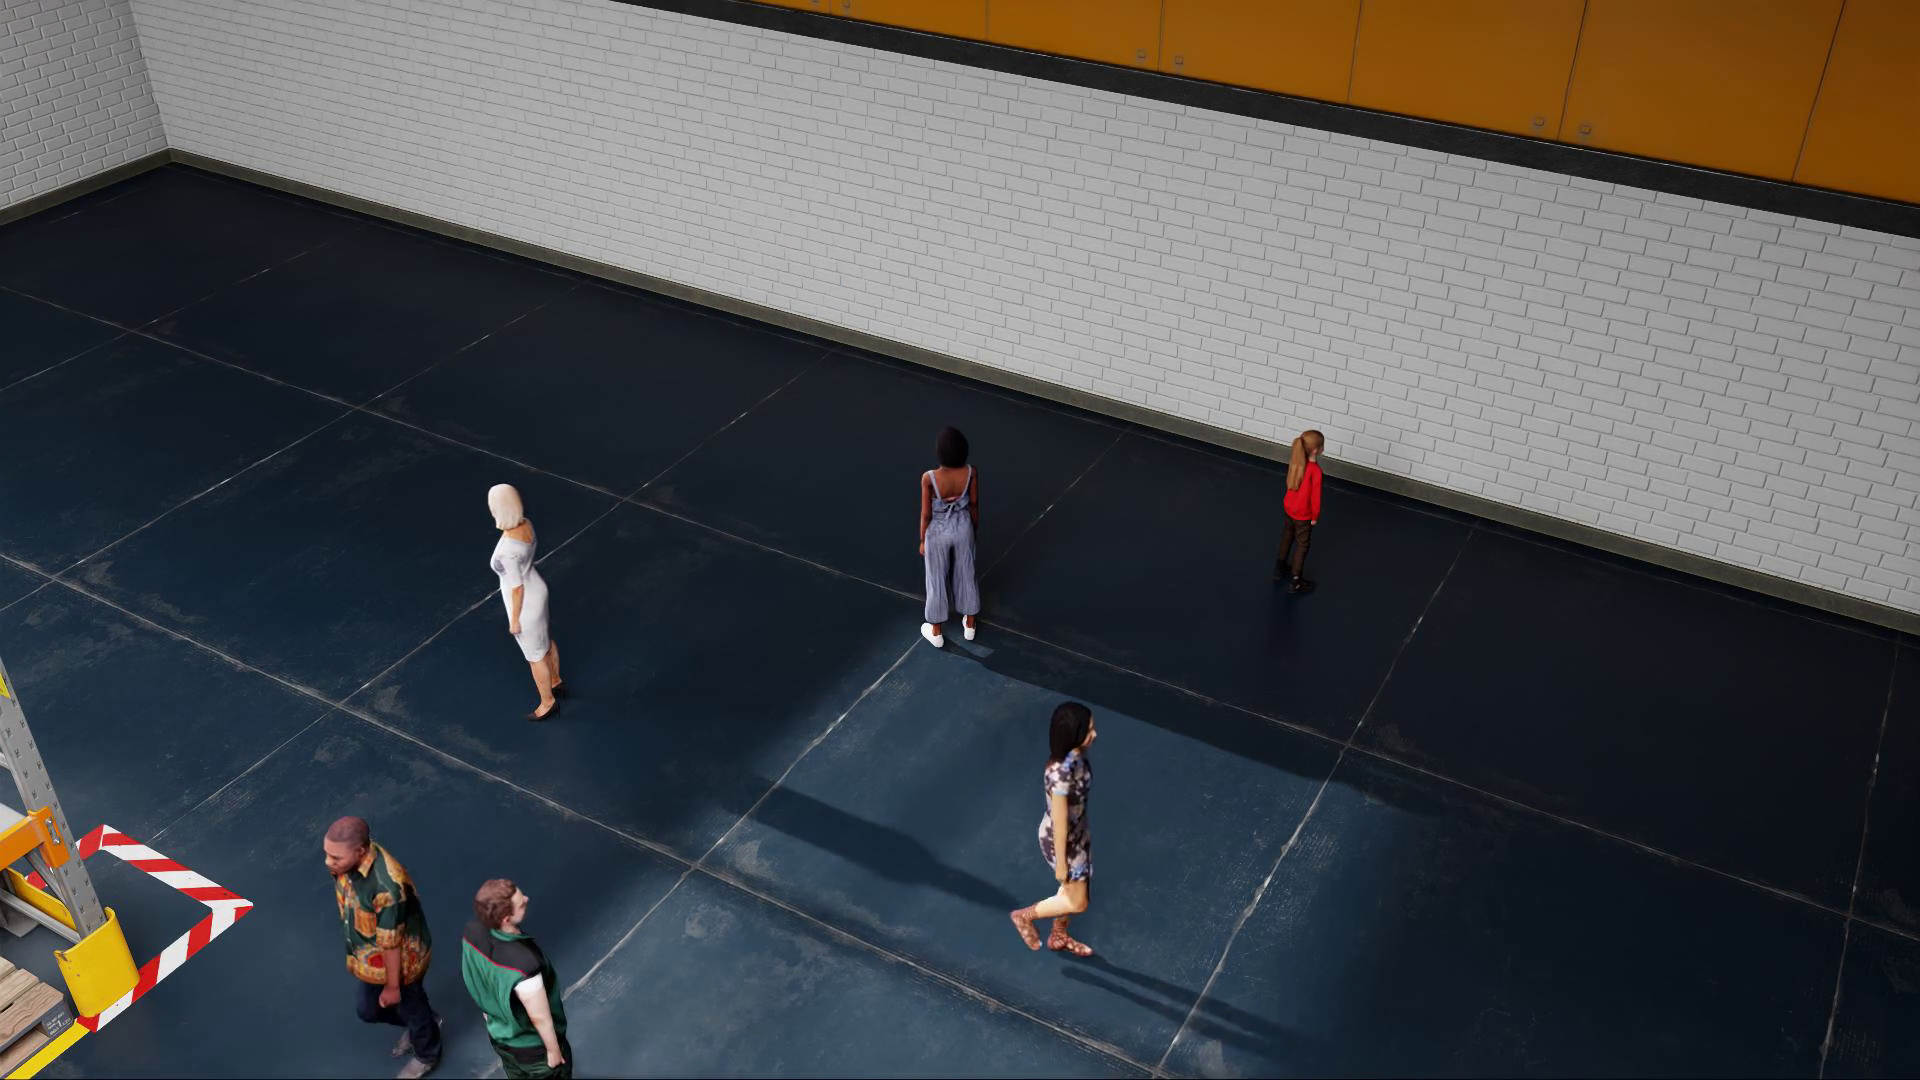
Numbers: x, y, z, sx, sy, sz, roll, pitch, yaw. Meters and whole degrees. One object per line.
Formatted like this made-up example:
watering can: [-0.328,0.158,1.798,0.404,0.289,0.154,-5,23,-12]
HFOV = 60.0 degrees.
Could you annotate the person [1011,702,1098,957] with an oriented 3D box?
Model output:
person: [0.491,1.577,8.886,0.744,1.720,0.692,10,35,15]

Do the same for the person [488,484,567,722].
person: [-2.769,0.398,10.633,0.699,1.750,0.585,1,34,2]

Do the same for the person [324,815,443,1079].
person: [-2.745,1.979,8.214,0.709,1.794,0.676,24,40,31]

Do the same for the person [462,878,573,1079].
person: [-2.021,2.267,7.739,0.660,1.841,0.587,22,39,29]

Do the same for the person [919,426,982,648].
person: [-0.068,-0.024,11.317,0.646,1.696,0.716,-10,35,-15]

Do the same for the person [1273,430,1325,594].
person: [2.459,-0.223,11.991,0.613,1.280,0.568,-13,36,-19]
